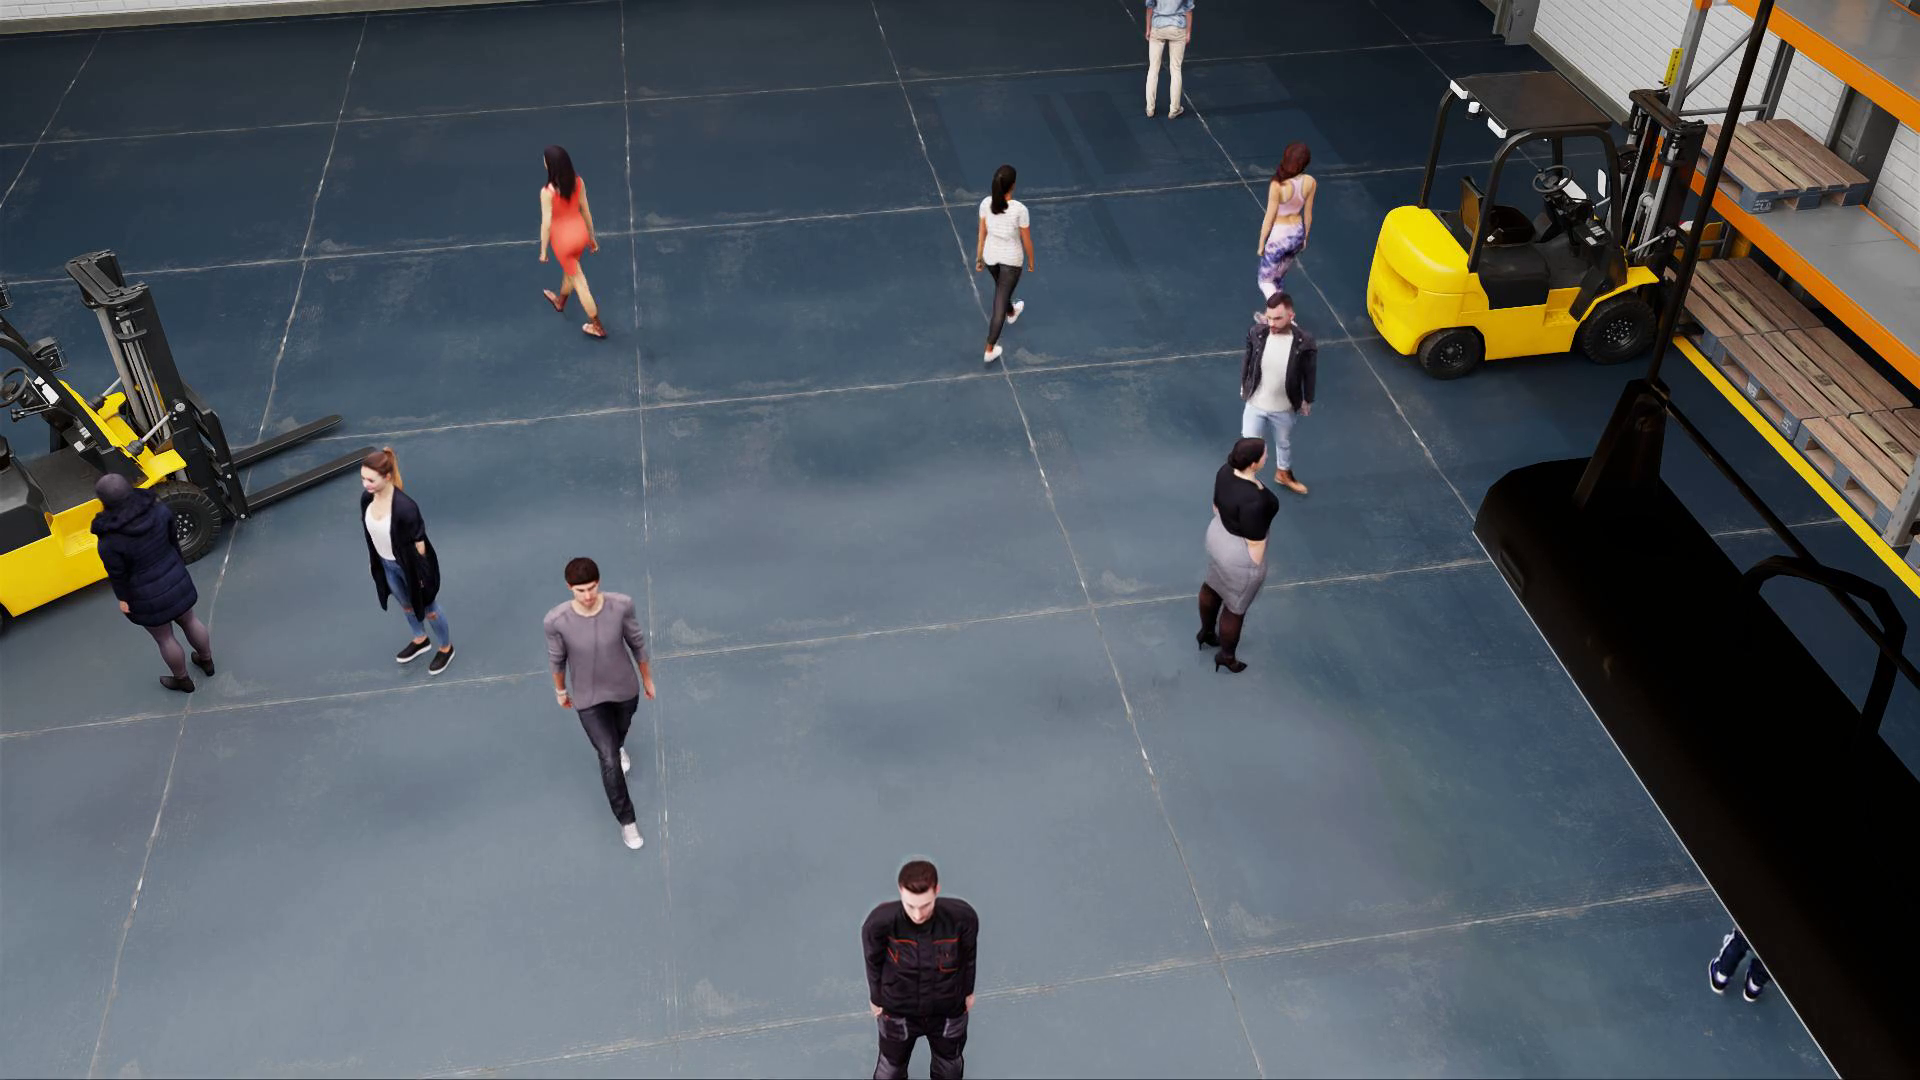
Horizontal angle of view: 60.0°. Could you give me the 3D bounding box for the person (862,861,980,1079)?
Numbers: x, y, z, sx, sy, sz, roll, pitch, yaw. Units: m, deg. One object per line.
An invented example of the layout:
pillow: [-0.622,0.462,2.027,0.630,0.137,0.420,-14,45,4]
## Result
person: [-0.176,2.156,7.798,0.691,1.911,0.570,-4,39,-5]

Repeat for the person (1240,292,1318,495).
person: [2.262,-1.011,11.856,0.931,1.794,1.012,8,39,9]

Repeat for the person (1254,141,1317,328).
person: [2.687,-2.388,13.617,0.731,1.749,1.018,-15,41,-18]

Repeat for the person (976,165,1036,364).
person: [0.322,-2.212,13.525,1.028,1.589,1.188,17,42,20]

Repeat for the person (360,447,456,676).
person: [-3.501,0.135,10.511,0.722,1.683,0.759,19,42,22]

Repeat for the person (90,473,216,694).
person: [-5.017,0.262,10.358,0.858,1.674,0.787,20,43,23]

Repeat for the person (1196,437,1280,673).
person: [1.731,0.081,10.517,0.774,1.759,0.619,-14,41,-17]

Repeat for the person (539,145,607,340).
person: [-3.148,-2.408,13.690,1.089,1.689,1.027,24,44,27]

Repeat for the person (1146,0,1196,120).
person: [2.145,-5.264,17.139,0.730,1.847,0.707,10,40,12]

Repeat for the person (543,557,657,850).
person: [-2.056,0.796,9.583,0.907,1.807,1.234,-16,41,-19]
